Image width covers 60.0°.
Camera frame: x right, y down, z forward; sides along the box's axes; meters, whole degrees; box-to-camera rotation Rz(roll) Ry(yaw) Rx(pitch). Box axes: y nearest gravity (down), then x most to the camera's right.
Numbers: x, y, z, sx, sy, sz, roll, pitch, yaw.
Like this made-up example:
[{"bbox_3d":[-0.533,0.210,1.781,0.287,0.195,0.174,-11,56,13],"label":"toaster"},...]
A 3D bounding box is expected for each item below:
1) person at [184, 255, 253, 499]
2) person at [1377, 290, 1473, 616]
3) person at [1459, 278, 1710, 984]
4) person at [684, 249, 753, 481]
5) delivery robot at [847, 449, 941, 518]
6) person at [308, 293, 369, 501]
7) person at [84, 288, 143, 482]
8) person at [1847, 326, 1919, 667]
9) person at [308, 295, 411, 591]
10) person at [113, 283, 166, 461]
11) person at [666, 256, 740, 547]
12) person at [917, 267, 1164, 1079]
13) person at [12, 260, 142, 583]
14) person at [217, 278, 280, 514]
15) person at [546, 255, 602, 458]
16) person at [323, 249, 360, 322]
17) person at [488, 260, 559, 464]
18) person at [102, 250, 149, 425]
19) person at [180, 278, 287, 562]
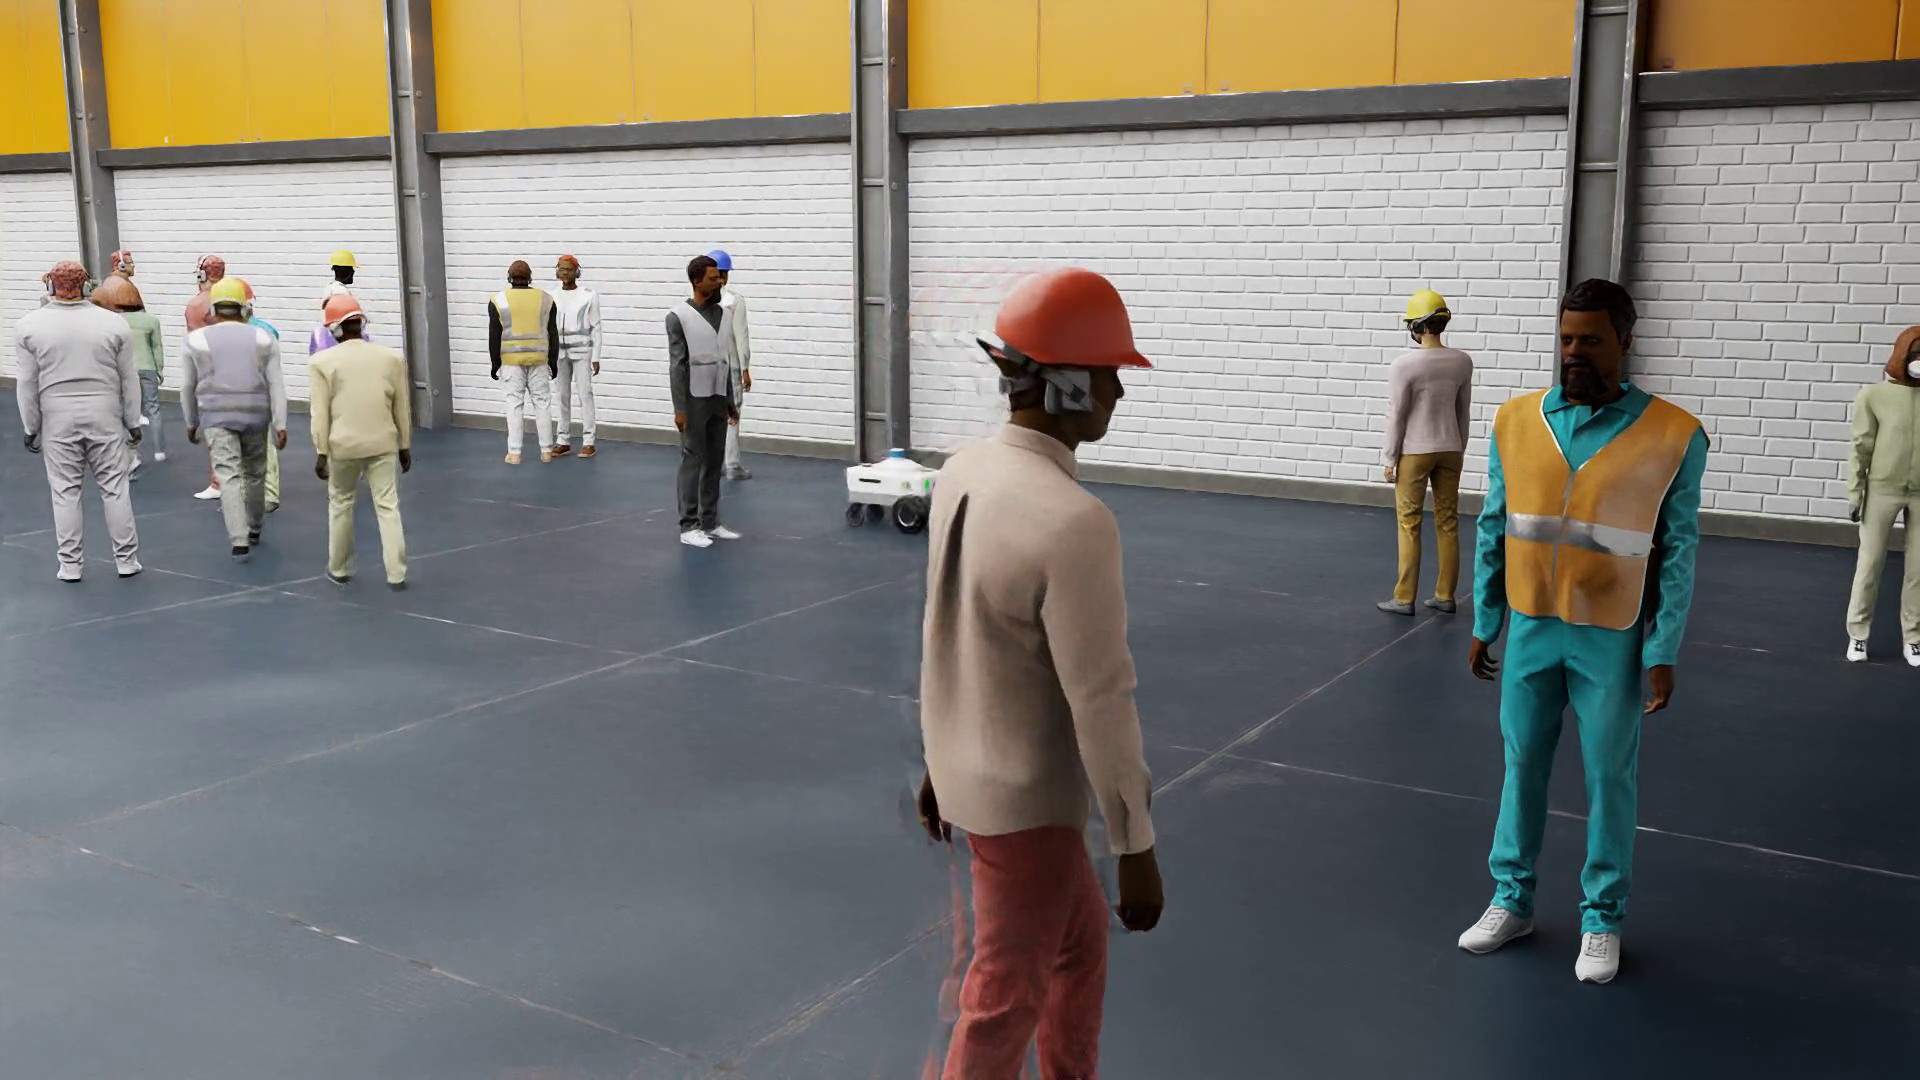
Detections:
[{"bbox_3d":[-5.831,-1.274,13.063,0.409,1.905,0.651,3,11,15],"label":"person"},{"bbox_3d":[2.507,-0.463,8.988,0.524,1.761,0.339,-4,11,-19],"label":"person"},{"bbox_3d":[1.712,0.247,4.609,0.593,1.917,0.391,8,13,37],"label":"person"},{"bbox_3d":[-2.030,-1.471,14.041,0.614,1.946,0.392,5,11,27],"label":"person"},{"bbox_3d":[-0.441,-0.399,11.699,0.707,0.478,0.477,6,12,30],"label":"delivery robot"},{"bbox_3d":[-4.826,-1.135,13.083,0.561,1.613,0.543,3,11,17],"label":"person"},{"bbox_3d":[-7.071,-1.267,13.795,0.367,1.624,0.531,-3,11,-14],"label":"person"},{"bbox_3d":[4.488,-0.204,7.920,0.494,1.624,0.280,3,11,15],"label":"person"},{"bbox_3d":[-3.503,-0.559,9.691,0.590,1.709,0.719,-8,13,-38],"label":"person"},{"bbox_3d":[-7.522,-1.517,15.163,0.499,1.634,0.280,-8,13,-36],"label":"person"},{"bbox_3d":[-1.709,-0.918,11.112,0.406,1.927,0.609,6,12,30],"label":"person"},{"bbox_3d":[0.236,0.472,3.211,0.795,1.963,0.665,-4,11,-21],"label":"person"},{"bbox_3d":[-5.224,-0.702,9.896,0.652,1.906,0.403,-6,12,-30],"label":"person"},{"bbox_3d":[-5.297,-1.060,12.309,0.559,1.748,0.330,3,11,17],"label":"person"},{"bbox_3d":[-3.624,-1.704,15.505,0.584,1.883,0.345,2,10,12],"label":"person"},{"bbox_3d":[-6.247,-1.976,16.902,0.356,1.925,0.587,-7,12,-33],"label":"person"},{"bbox_3d":[-3.963,-1.613,15.118,0.633,1.841,0.429,-5,11,-26],"label":"person"},{"bbox_3d":[-9.144,-2.219,18.293,0.407,1.910,0.639,-9,13,-40],"label":"person"},{"bbox_3d":[-4.669,-0.782,10.701,0.609,1.778,0.957,-5,12,-28],"label":"person"}]
